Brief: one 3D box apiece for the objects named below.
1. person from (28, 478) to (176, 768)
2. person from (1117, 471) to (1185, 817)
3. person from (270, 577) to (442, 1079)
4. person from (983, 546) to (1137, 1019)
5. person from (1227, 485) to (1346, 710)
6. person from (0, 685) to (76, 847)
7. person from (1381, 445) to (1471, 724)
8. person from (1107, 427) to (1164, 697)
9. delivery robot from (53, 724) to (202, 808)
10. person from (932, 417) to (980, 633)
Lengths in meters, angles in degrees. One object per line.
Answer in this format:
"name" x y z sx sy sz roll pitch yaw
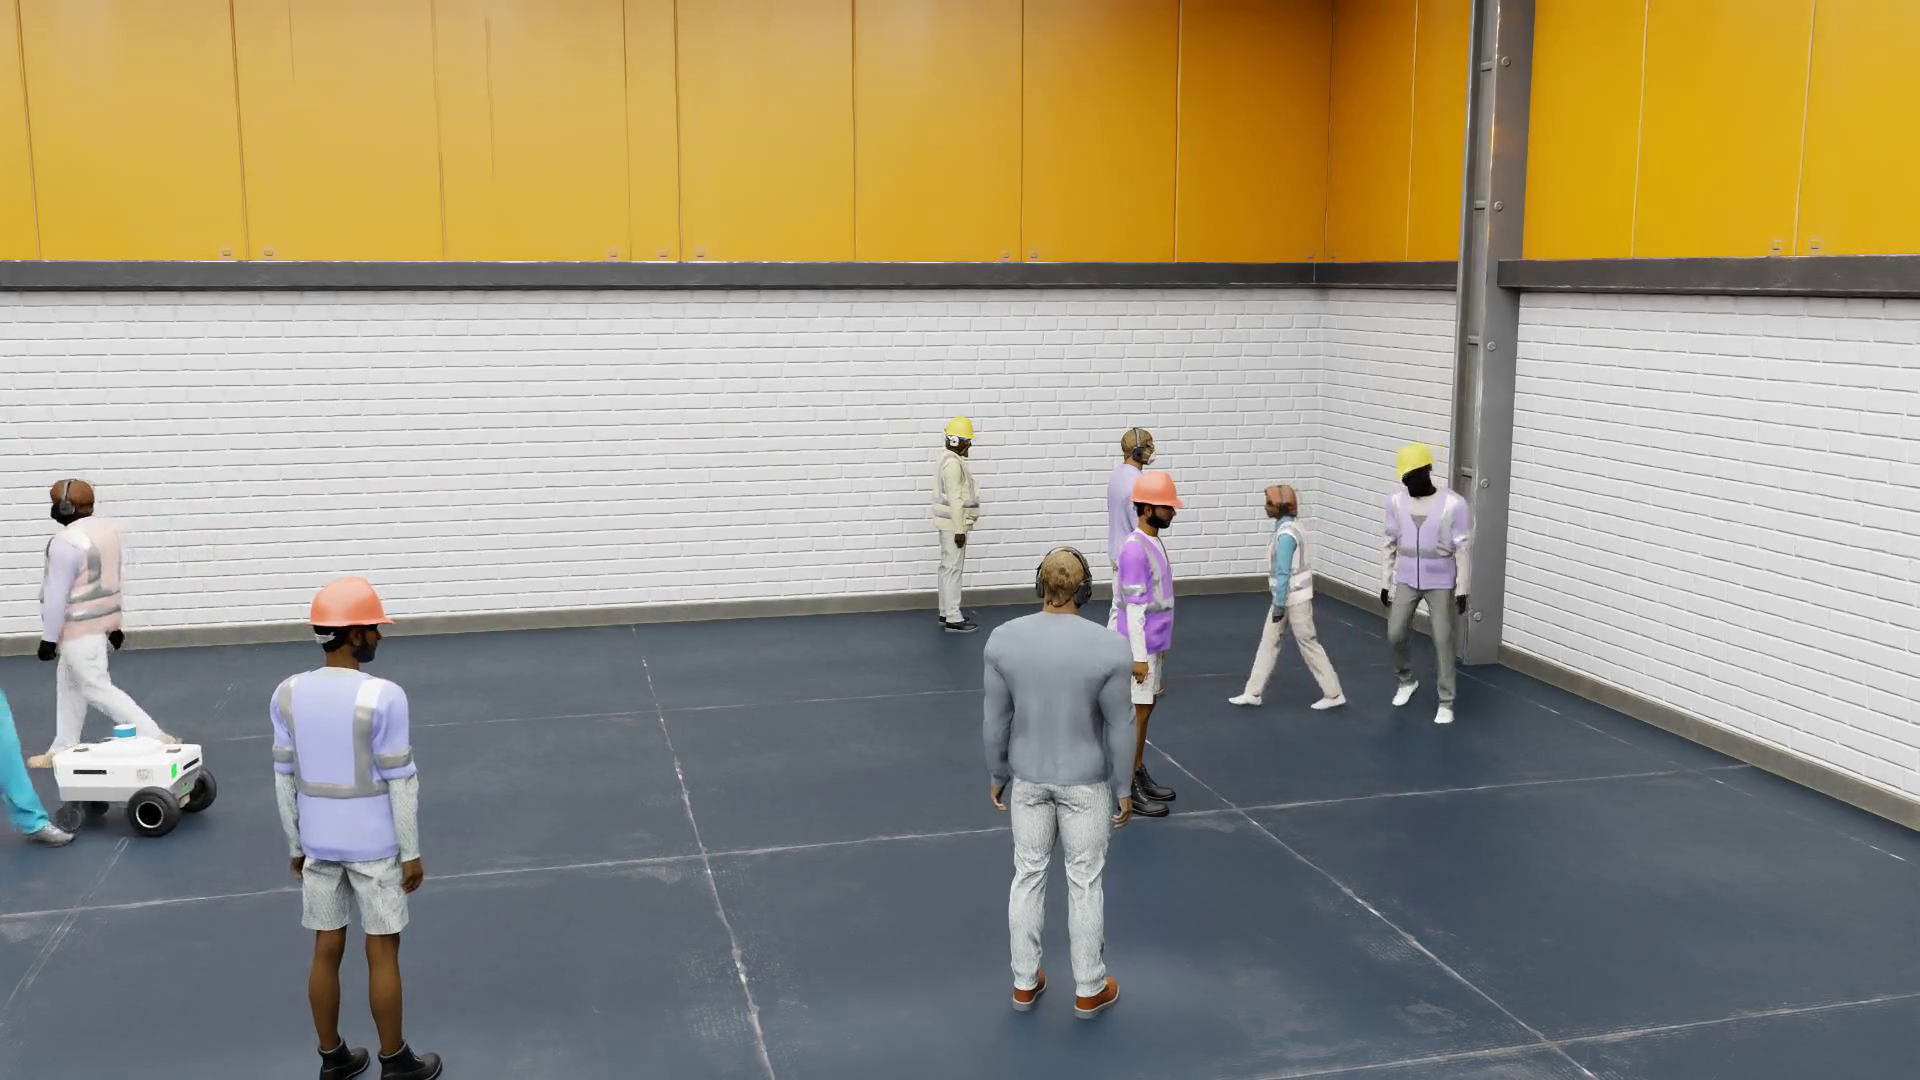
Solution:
"person" -5.245 0.525 10.082 0.890 1.816 0.620 -1 9 -6
"person" 1.071 0.574 9.366 0.363 1.934 0.552 3 9 16
"person" -2.222 1.096 6.115 0.546 1.934 0.376 2 9 14
"person" 0.410 0.984 6.793 0.636 1.938 0.355 3 10 20
"person" 2.304 0.403 11.495 0.806 1.591 0.517 0 9 3
"person" -5.235 0.753 8.703 0.986 1.798 0.590 2 9 10
"person" 3.173 0.291 11.359 0.622 1.896 0.450 6 11 35
"person" 1.249 0.154 11.982 0.373 1.940 0.630 -2 9 -13
"delivery robot" -4.563 1.254 9.125 0.707 0.478 0.477 0 9 2
"person" -0.030 -0.133 14.133 0.403 1.823 0.586 -1 9 -9
